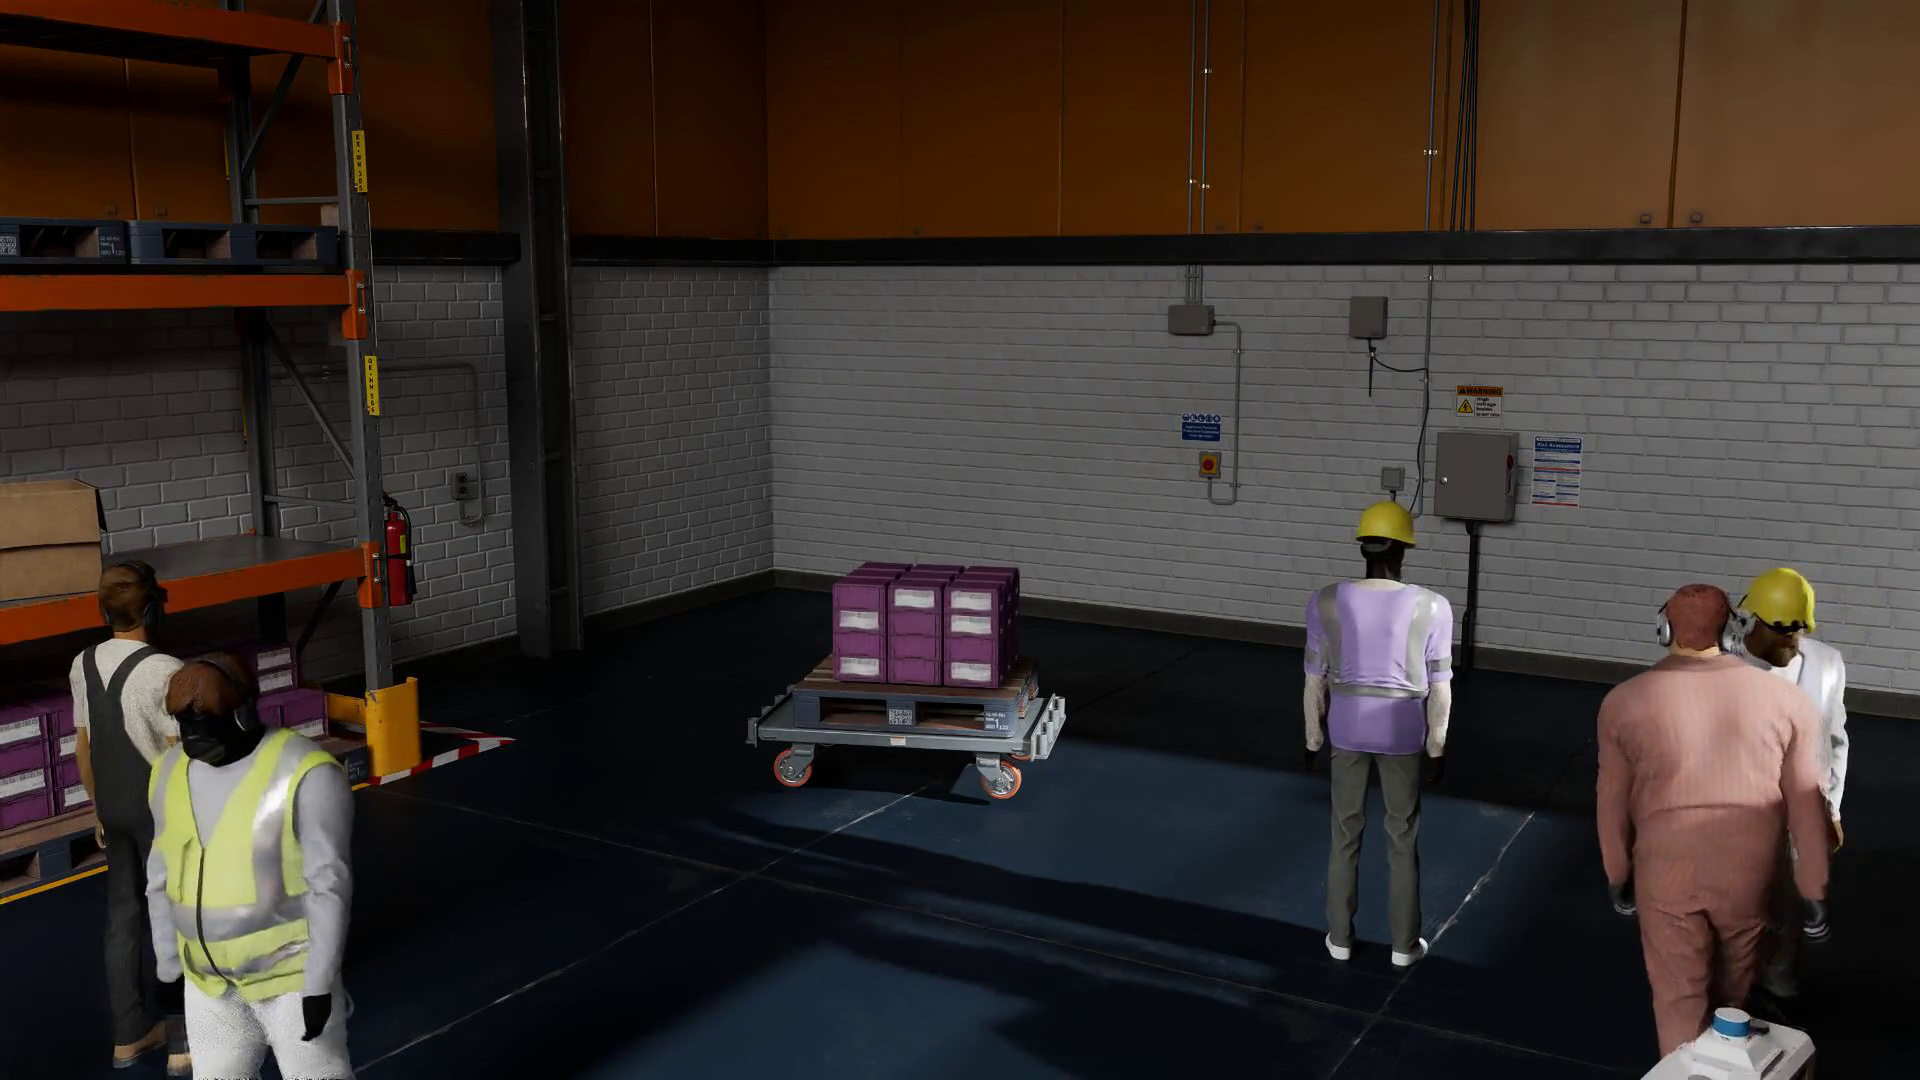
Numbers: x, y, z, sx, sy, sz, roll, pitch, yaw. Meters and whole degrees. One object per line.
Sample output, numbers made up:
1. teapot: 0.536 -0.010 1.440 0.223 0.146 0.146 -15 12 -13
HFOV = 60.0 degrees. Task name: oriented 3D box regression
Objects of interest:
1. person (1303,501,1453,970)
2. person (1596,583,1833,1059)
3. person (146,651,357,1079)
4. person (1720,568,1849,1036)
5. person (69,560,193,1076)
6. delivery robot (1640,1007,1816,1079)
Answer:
1. person: 1.703 0.800 6.816 0.588 1.916 0.392 3 10 21
2. person: 2.420 1.063 5.431 0.713 1.833 0.995 2 9 12
3. person: -1.958 1.194 4.651 0.686 1.825 0.478 3 10 17
4. person: 2.916 0.973 6.083 0.667 1.806 0.506 0 9 0
5. person: -2.868 0.982 5.900 0.514 1.845 0.339 3 10 18
6. delivery robot: 2.382 1.697 5.163 0.477 0.478 0.707 8 12 42
